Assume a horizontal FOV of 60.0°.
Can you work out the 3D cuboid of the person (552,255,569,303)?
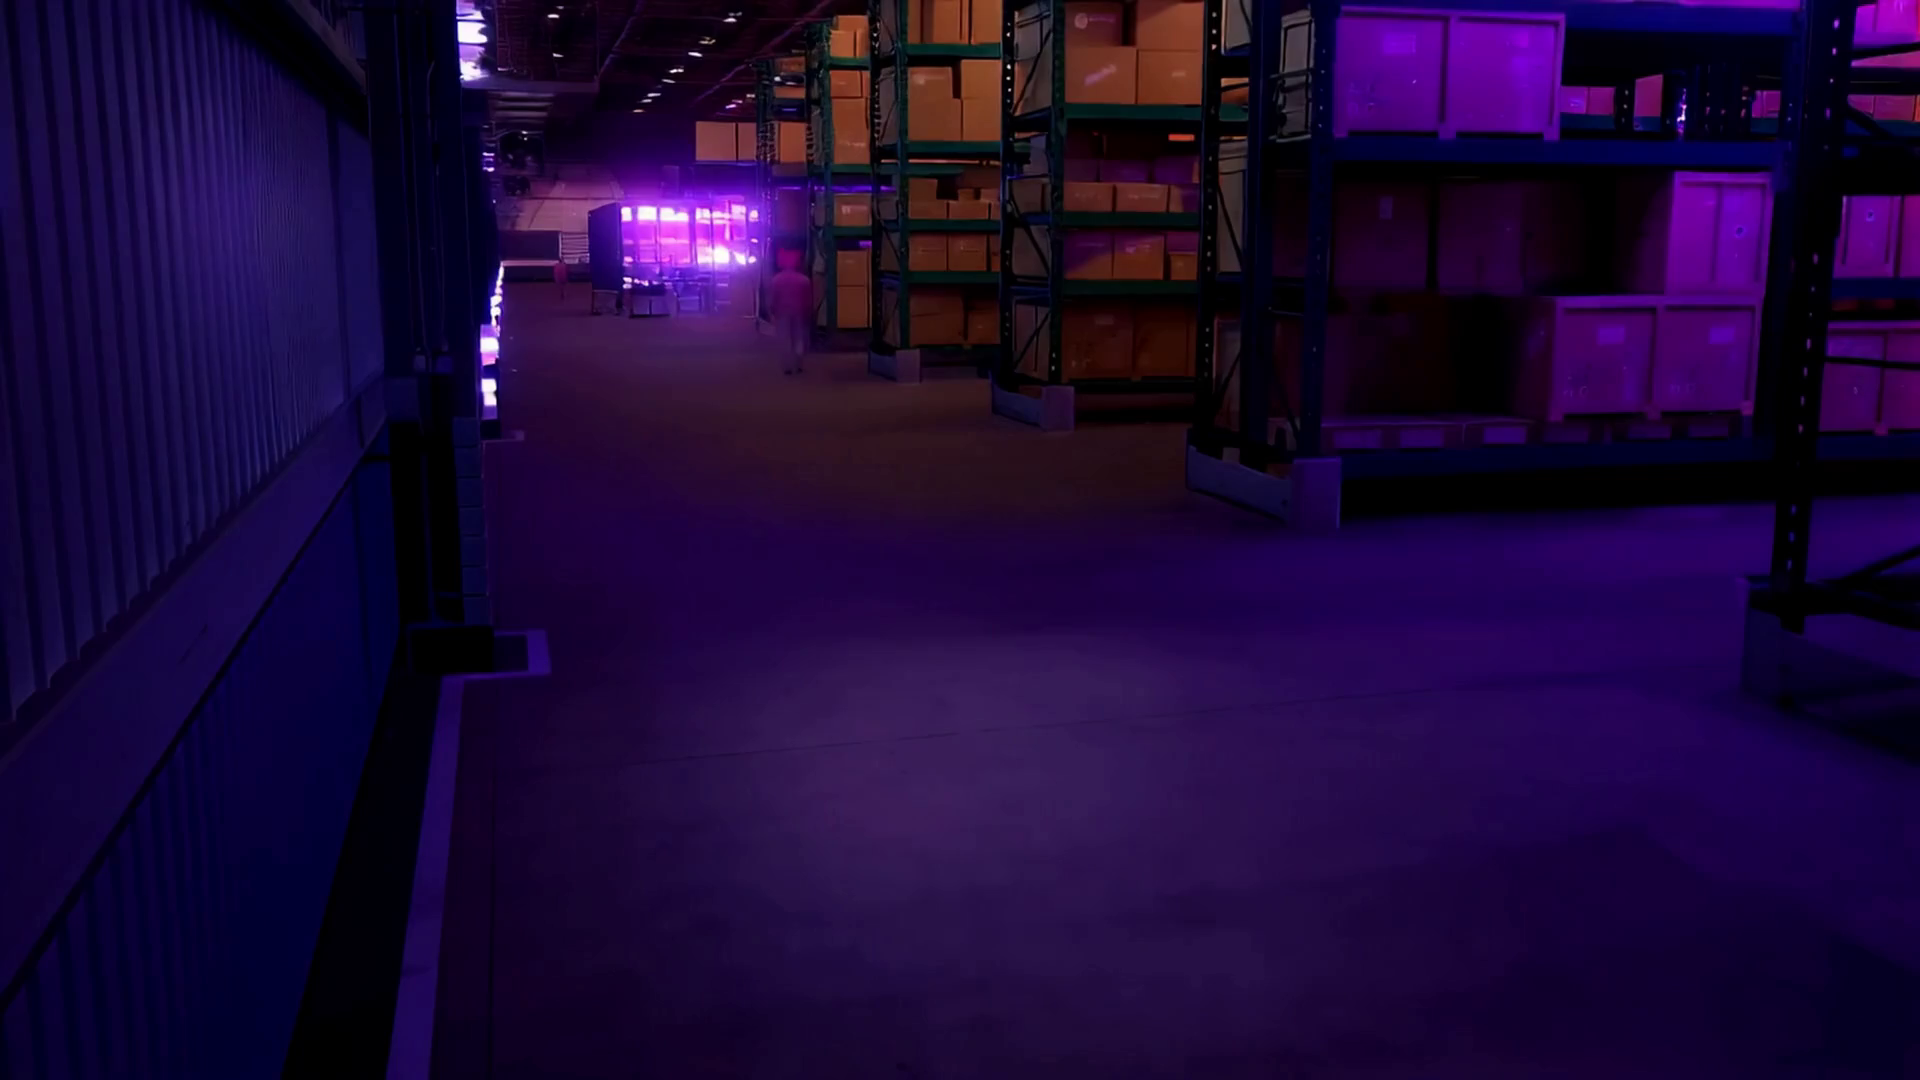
[{"bbox_3d":[-14.298,-9.340,59.521,0.560,1.732,0.507,-3,10,-17],"label":"person"}]

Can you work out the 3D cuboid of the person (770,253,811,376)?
[{"bbox_3d":[-2.669,-3.536,26.155,0.634,1.913,0.810,-1,10,-8],"label":"person"}]

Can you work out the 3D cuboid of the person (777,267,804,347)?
[{"bbox_3d":[-3.327,-4.648,32.709,0.607,1.810,0.425,-1,10,-5],"label":"person"}]
